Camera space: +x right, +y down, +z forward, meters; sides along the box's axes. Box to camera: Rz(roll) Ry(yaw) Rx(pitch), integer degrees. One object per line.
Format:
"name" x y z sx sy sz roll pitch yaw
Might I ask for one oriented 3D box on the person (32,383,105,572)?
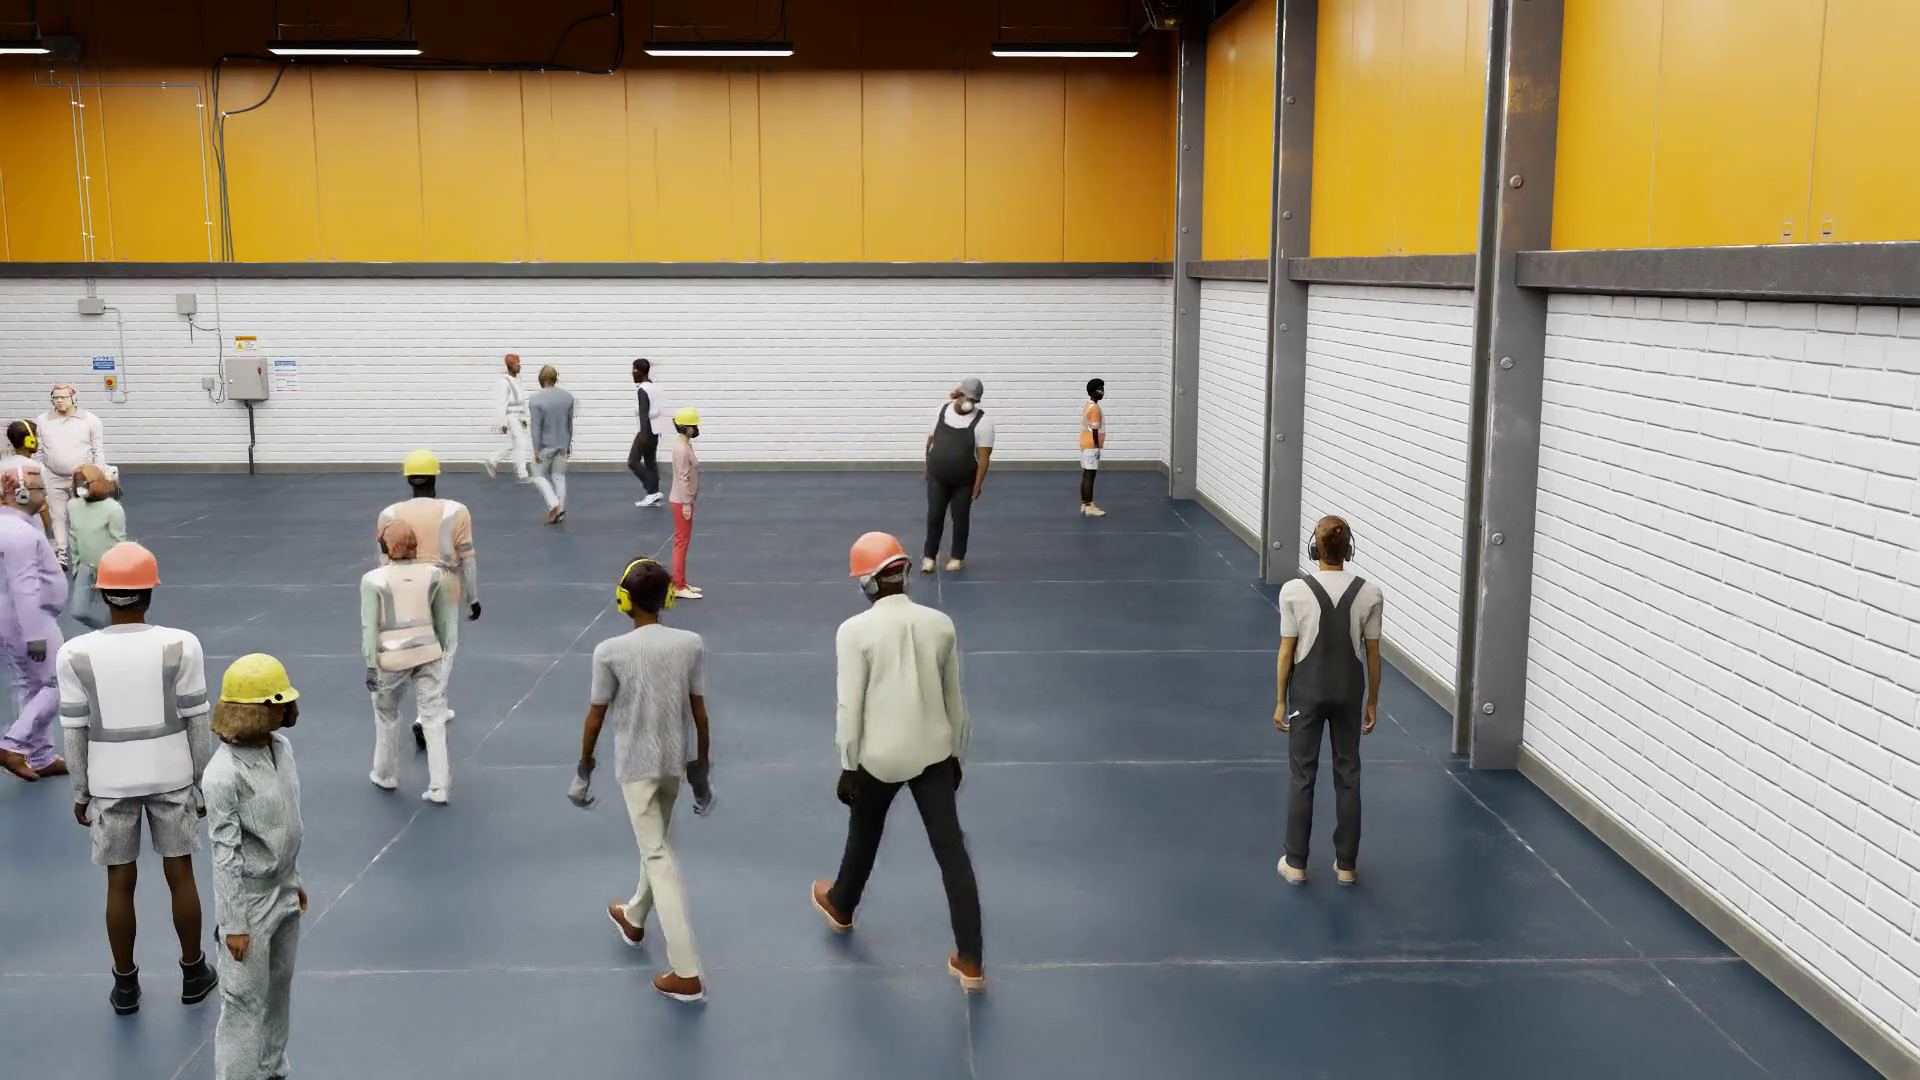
"person" -8.864 -0.607 16.556 0.643 1.909 0.410 -3 10 -16

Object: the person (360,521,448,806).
"person" -3.186 0.691 9.509 0.538 1.598 0.782 -8 13 -42

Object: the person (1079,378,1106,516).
"person" 1.634 -1.145 20.487 0.322 1.698 0.534 -1 9 -4

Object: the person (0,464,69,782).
"person" -5.457 0.500 9.799 0.427 1.891 0.667 -7 11 -35

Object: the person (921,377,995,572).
"person" -0.044 -0.675 16.566 0.766 2.000 0.669 2 10 15

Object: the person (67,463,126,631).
"person" -6.362 0.228 12.296 0.529 1.614 0.366 3 10 17

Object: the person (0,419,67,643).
"person" -7.373 -0.023 13.138 0.538 1.854 0.504 4 10 25

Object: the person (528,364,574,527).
"person" -4.783 -1.095 19.493 0.475 1.924 0.633 8 12 41

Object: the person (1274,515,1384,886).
"person" 1.808 0.794 8.188 0.509 1.841 0.337 0 9 2

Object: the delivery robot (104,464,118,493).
"delivery robot" -11.277 -0.830 21.770 0.477 0.478 0.707 -2 9 -15

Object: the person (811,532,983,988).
"person" -0.272 0.920 7.271 0.633 1.876 1.167 -6 11 -31

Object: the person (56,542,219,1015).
"person" -3.343 0.969 6.798 0.546 1.938 0.360 -4 10 -22

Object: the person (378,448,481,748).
"person" -3.431 0.359 10.698 0.586 1.894 0.905 0 9 1

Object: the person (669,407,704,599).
"person" -2.521 -0.346 15.387 0.329 1.767 0.528 -1 9 -8

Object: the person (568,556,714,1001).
"person" -1.376 0.977 7.082 0.535 1.821 0.959 -8 12 -41

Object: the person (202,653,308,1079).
"person" -2.387 1.241 5.728 0.324 1.742 0.492 1 9 3

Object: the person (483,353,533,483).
"person" -6.382 -1.718 23.523 0.751 1.858 0.578 0 9 3

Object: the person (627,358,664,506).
"person" -4.002 -1.358 21.159 0.458 1.903 0.630 0 9 1
